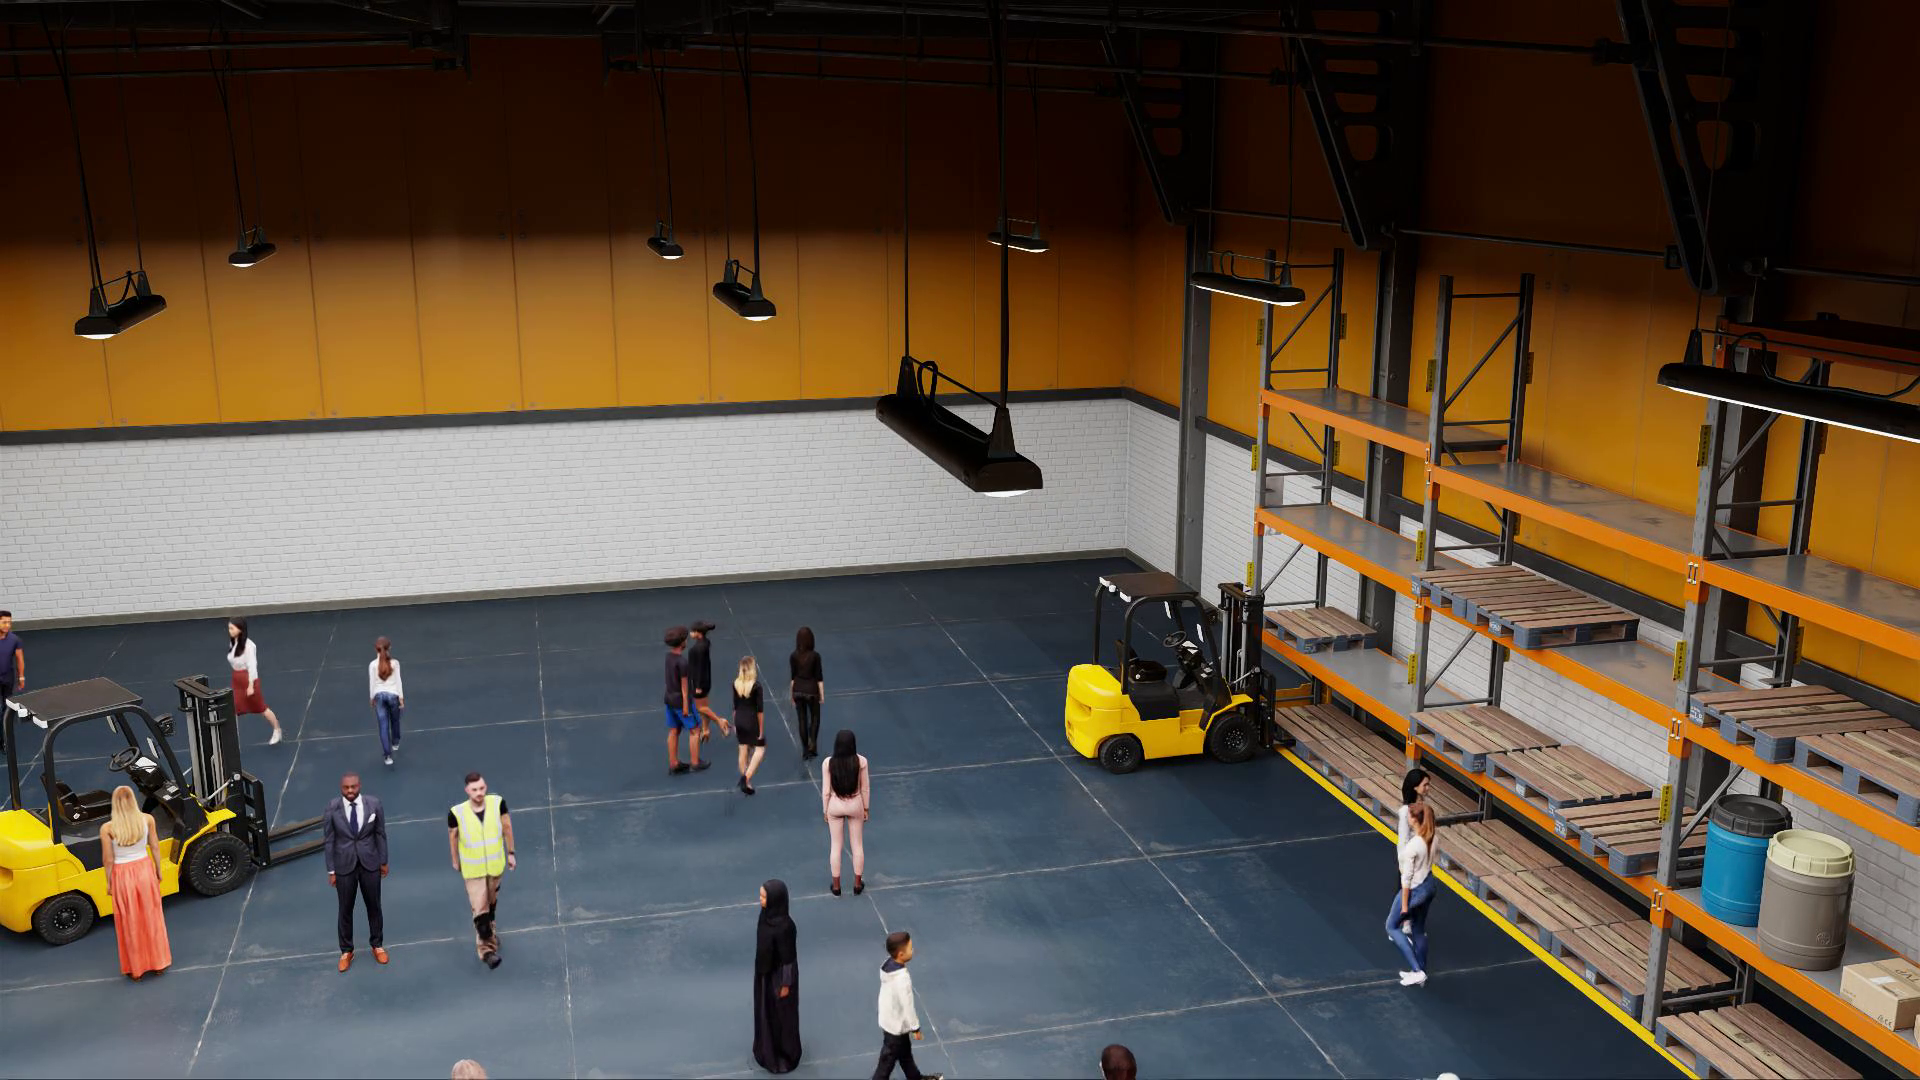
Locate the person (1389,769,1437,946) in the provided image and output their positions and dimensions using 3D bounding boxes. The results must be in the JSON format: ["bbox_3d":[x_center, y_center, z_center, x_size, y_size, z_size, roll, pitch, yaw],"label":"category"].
[{"bbox_3d":[4.200,2.917,15.451,0.715,1.700,0.690,11,18,39],"label":"person"}]

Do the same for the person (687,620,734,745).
[{"bbox_3d":[-3.090,1.770,20.338,0.780,1.630,0.776,1,14,4],"label":"person"}]

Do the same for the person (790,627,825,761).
[{"bbox_3d":[-1.861,1.869,19.925,0.675,1.631,0.763,2,14,7],"label":"person"}]

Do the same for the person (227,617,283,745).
[{"bbox_3d":[-8.570,1.776,20.141,1.063,1.709,1.118,8,16,30],"label":"person"}]

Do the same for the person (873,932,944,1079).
[{"bbox_3d":[-0.568,3.706,12.763,0.683,1.431,0.777,-4,14,-17],"label":"person"}]

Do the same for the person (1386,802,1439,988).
[{"bbox_3d":[4.064,3.131,14.537,0.743,1.715,0.781,-11,18,-39],"label":"person"}]

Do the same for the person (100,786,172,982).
[{"bbox_3d":[-7.326,3.031,14.761,0.700,1.803,0.691,-9,16,-34],"label":"person"}]

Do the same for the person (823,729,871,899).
[{"bbox_3d":[-1.125,2.677,16.398,0.649,1.719,0.584,-1,14,-6],"label":"person"}]

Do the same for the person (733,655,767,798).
[{"bbox_3d":[-2.420,2.133,18.760,0.773,1.667,0.845,6,15,22],"label":"person"}]

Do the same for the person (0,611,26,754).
[{"bbox_3d":[-11.775,1.716,20.310,0.936,1.747,1.029,-11,17,-38],"label":"person"}]

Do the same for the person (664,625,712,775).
[{"bbox_3d":[-3.364,1.897,19.495,0.814,1.778,0.780,-12,18,-40],"label":"person"}]

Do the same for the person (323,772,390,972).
[{"bbox_3d":[-5.456,2.951,15.045,0.721,1.824,0.649,-6,15,-22],"label":"person"}]

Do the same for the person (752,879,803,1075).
[{"bbox_3d":[-1.467,3.469,13.351,0.732,1.615,0.615,-8,16,-31],"label":"person"}]

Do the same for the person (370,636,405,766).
[{"bbox_3d":[-6.856,1.944,19.864,0.592,1.513,1.074,-5,14,-19],"label":"person"}]

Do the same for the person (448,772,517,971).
[{"bbox_3d":[-4.355,2.946,15.147,0.960,1.786,1.272,-9,16,-34],"label":"person"}]
